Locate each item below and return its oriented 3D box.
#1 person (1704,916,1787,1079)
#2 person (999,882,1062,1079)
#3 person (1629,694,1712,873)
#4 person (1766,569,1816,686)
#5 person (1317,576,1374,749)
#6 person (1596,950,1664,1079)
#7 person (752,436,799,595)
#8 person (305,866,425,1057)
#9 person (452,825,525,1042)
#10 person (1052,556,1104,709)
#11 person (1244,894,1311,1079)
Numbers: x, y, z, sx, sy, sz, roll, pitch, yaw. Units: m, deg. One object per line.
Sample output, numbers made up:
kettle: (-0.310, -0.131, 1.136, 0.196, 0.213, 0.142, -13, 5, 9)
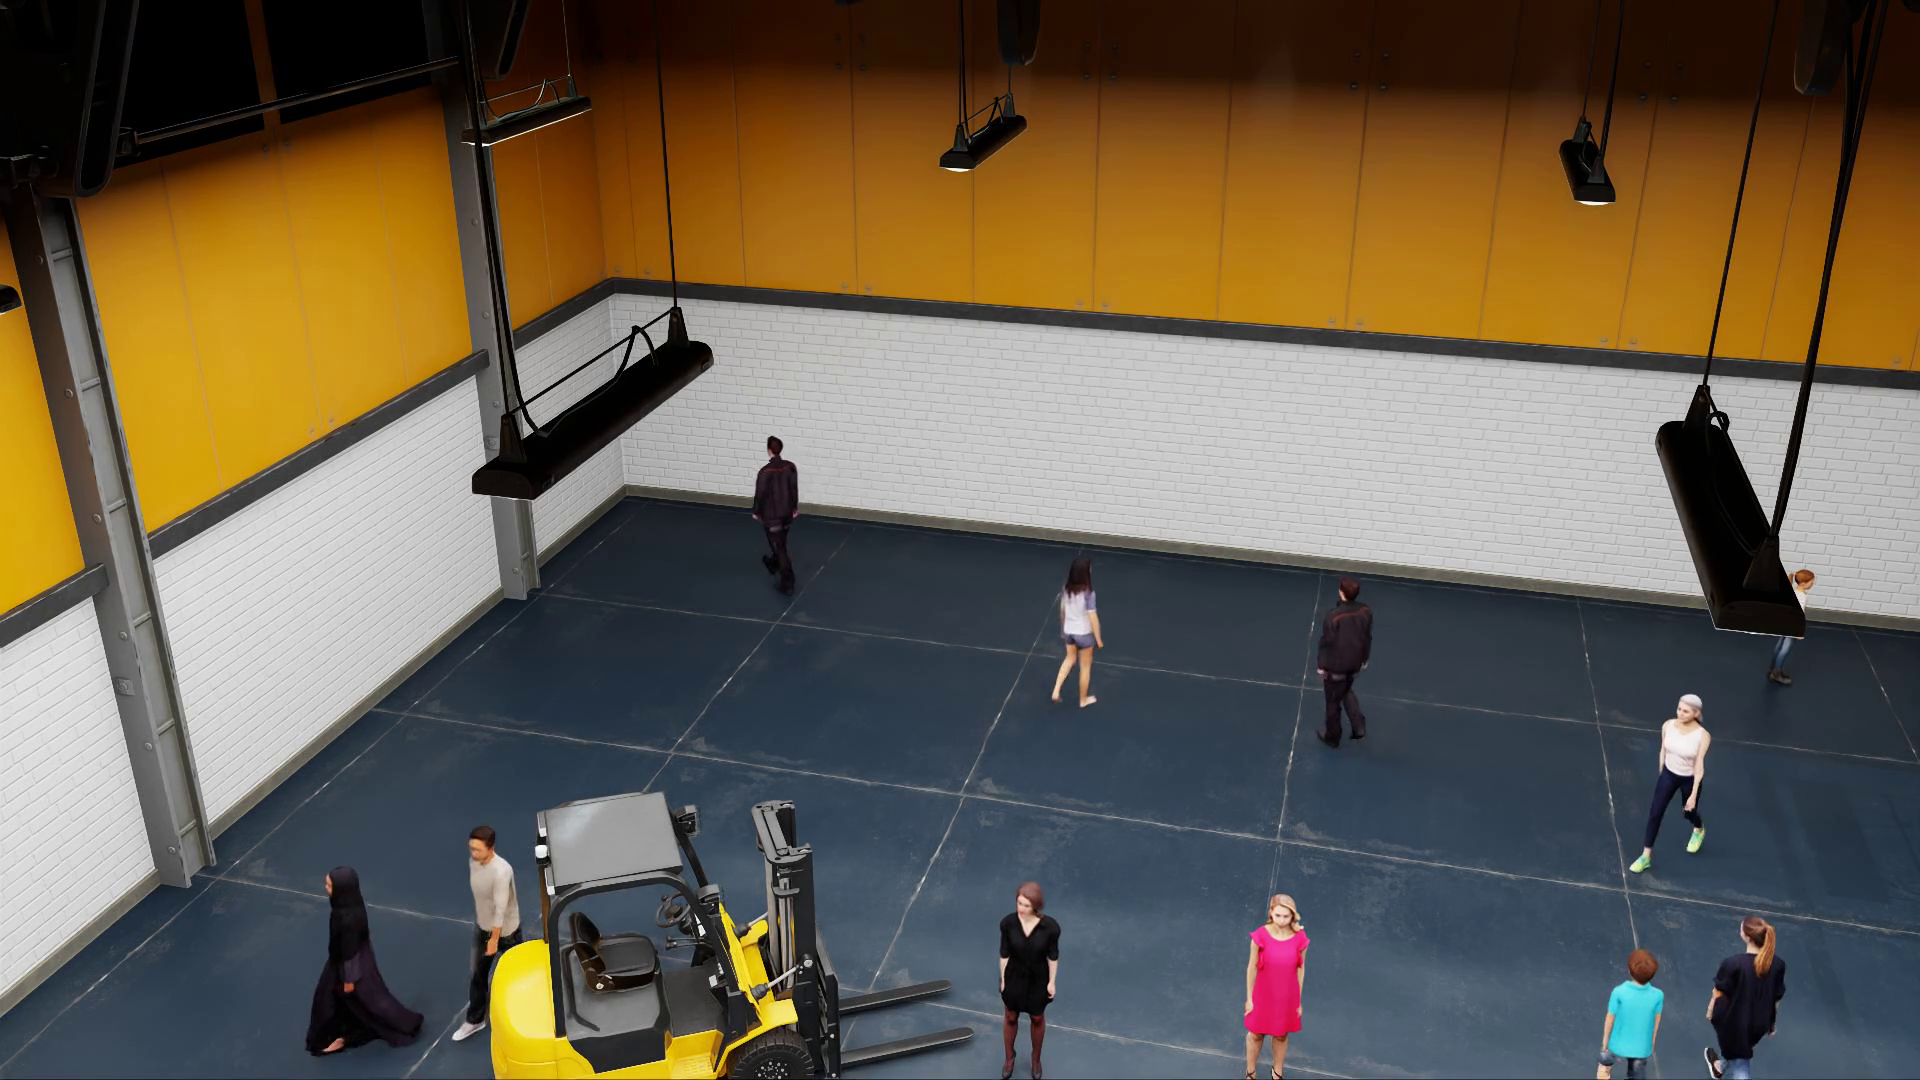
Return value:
person: (5.486, 3.424, 11.554, 0.810, 1.643, 1.116, 1, 24, 1)
person: (0.487, 3.180, 12.035, 0.610, 1.703, 0.539, 3, 24, 7)
person: (6.355, 2.104, 14.544, 1.234, 1.665, 1.067, -18, 30, -36)
person: (8.842, 0.908, 17.722, 0.544, 1.312, 0.414, 4, 24, 8)
person: (3.812, 1.242, 16.311, 0.889, 1.829, 0.946, -12, 26, -26)
person: (4.680, 3.528, 11.571, 0.539, 1.439, 0.521, 5, 24, 11)
person: (-2.112, -0.264, 19.705, 1.164, 1.871, 1.125, -21, 31, -39)
person: (-4.411, 3.111, 12.323, 1.100, 1.600, 1.096, -10, 26, -22)
person: (-3.406, 2.898, 12.606, 0.921, 1.762, 1.232, 18, 29, 35)
person: (1.178, 0.984, 17.033, 0.912, 1.725, 0.811, -21, 31, -40)
person: (2.243, 3.242, 11.863, 0.619, 1.728, 0.607, 1, 24, 2)
